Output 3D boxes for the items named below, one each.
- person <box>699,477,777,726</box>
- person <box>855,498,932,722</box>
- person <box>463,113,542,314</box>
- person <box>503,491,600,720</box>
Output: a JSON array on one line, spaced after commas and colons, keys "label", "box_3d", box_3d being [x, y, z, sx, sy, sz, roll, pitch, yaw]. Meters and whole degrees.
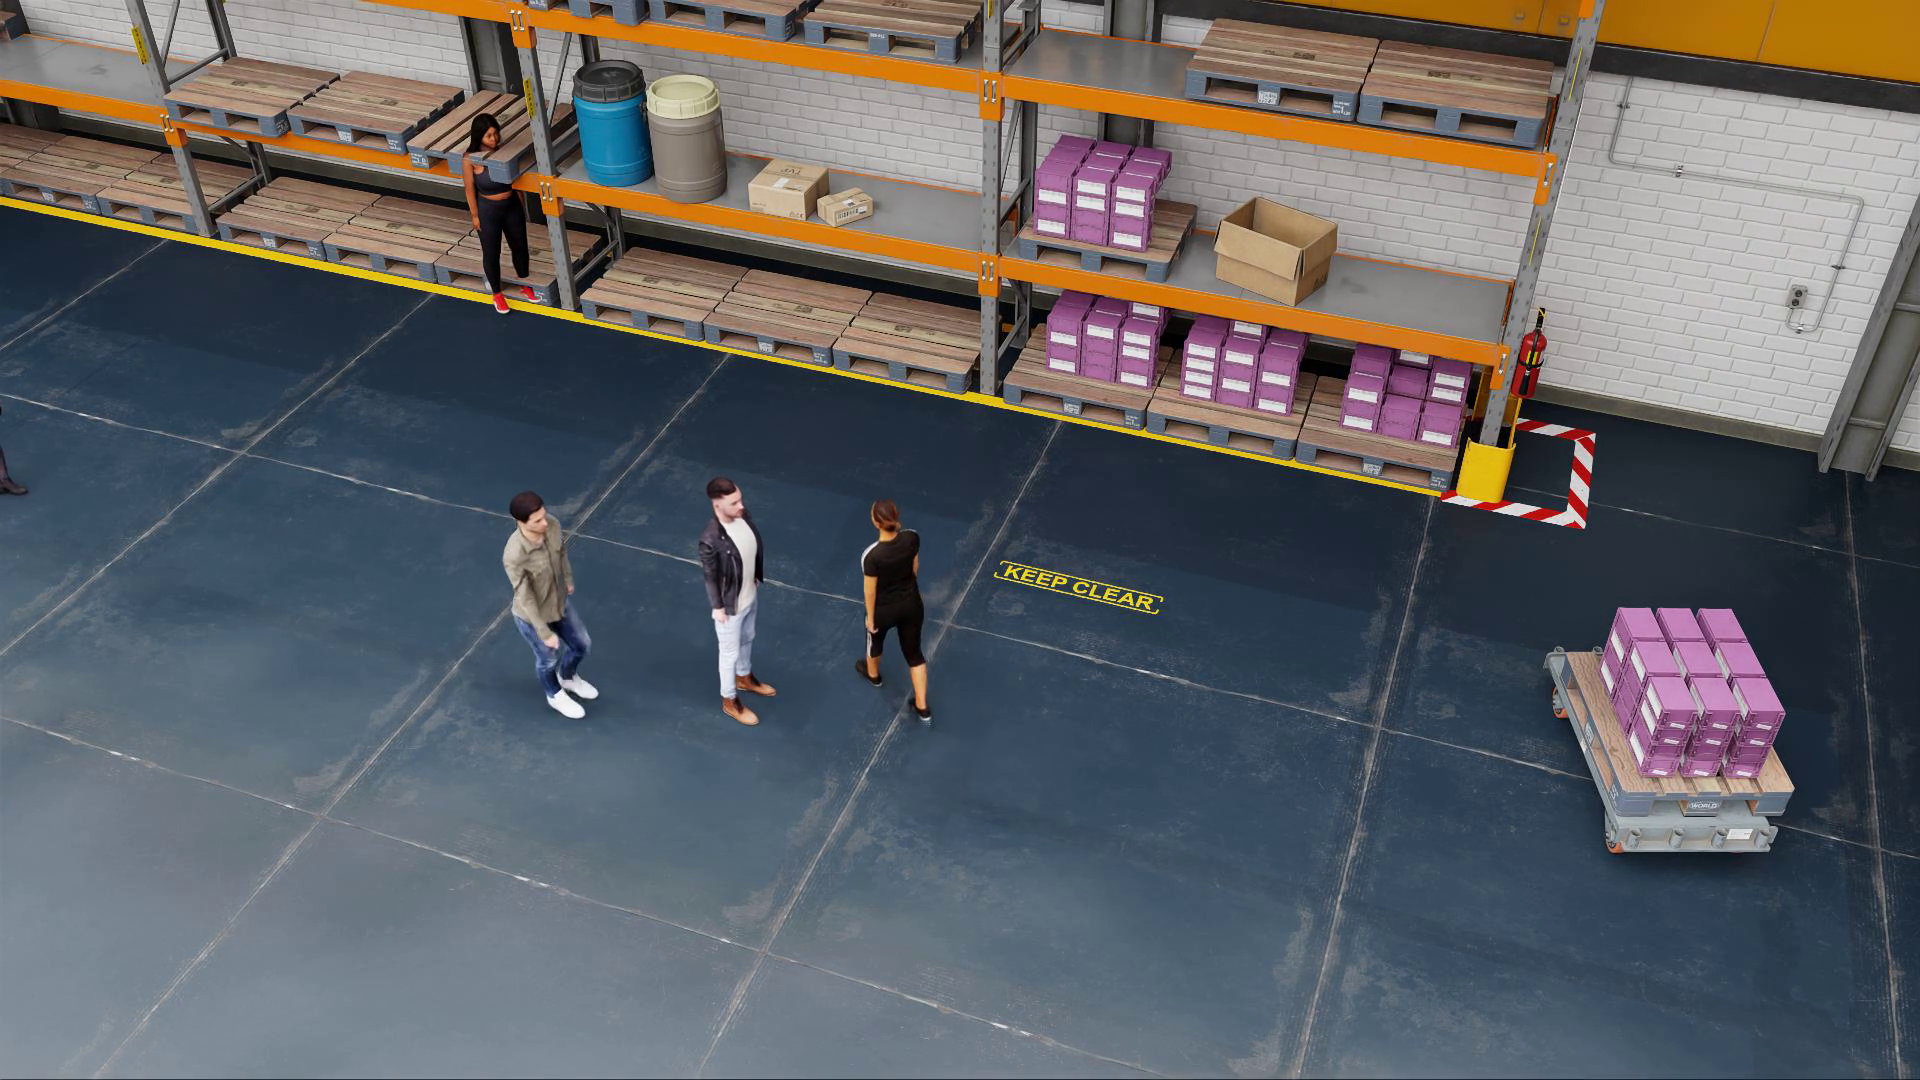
[{"label": "person", "box_3d": [-1.427, 0.348, 10.476, 0.551, 1.835, 0.658, 15, 41, 18]}, {"label": "person", "box_3d": [-0.371, 0.454, 10.501, 0.965, 1.638, 1.052, -19, 42, -22]}, {"label": "person", "box_3d": [-4.036, -2.882, 14.536, 0.770, 1.816, 0.799, -24, 45, -27]}, {"label": "person", "box_3d": [-2.681, 0.388, 10.419, 0.707, 1.844, 0.768, 16, 41, 19]}]
